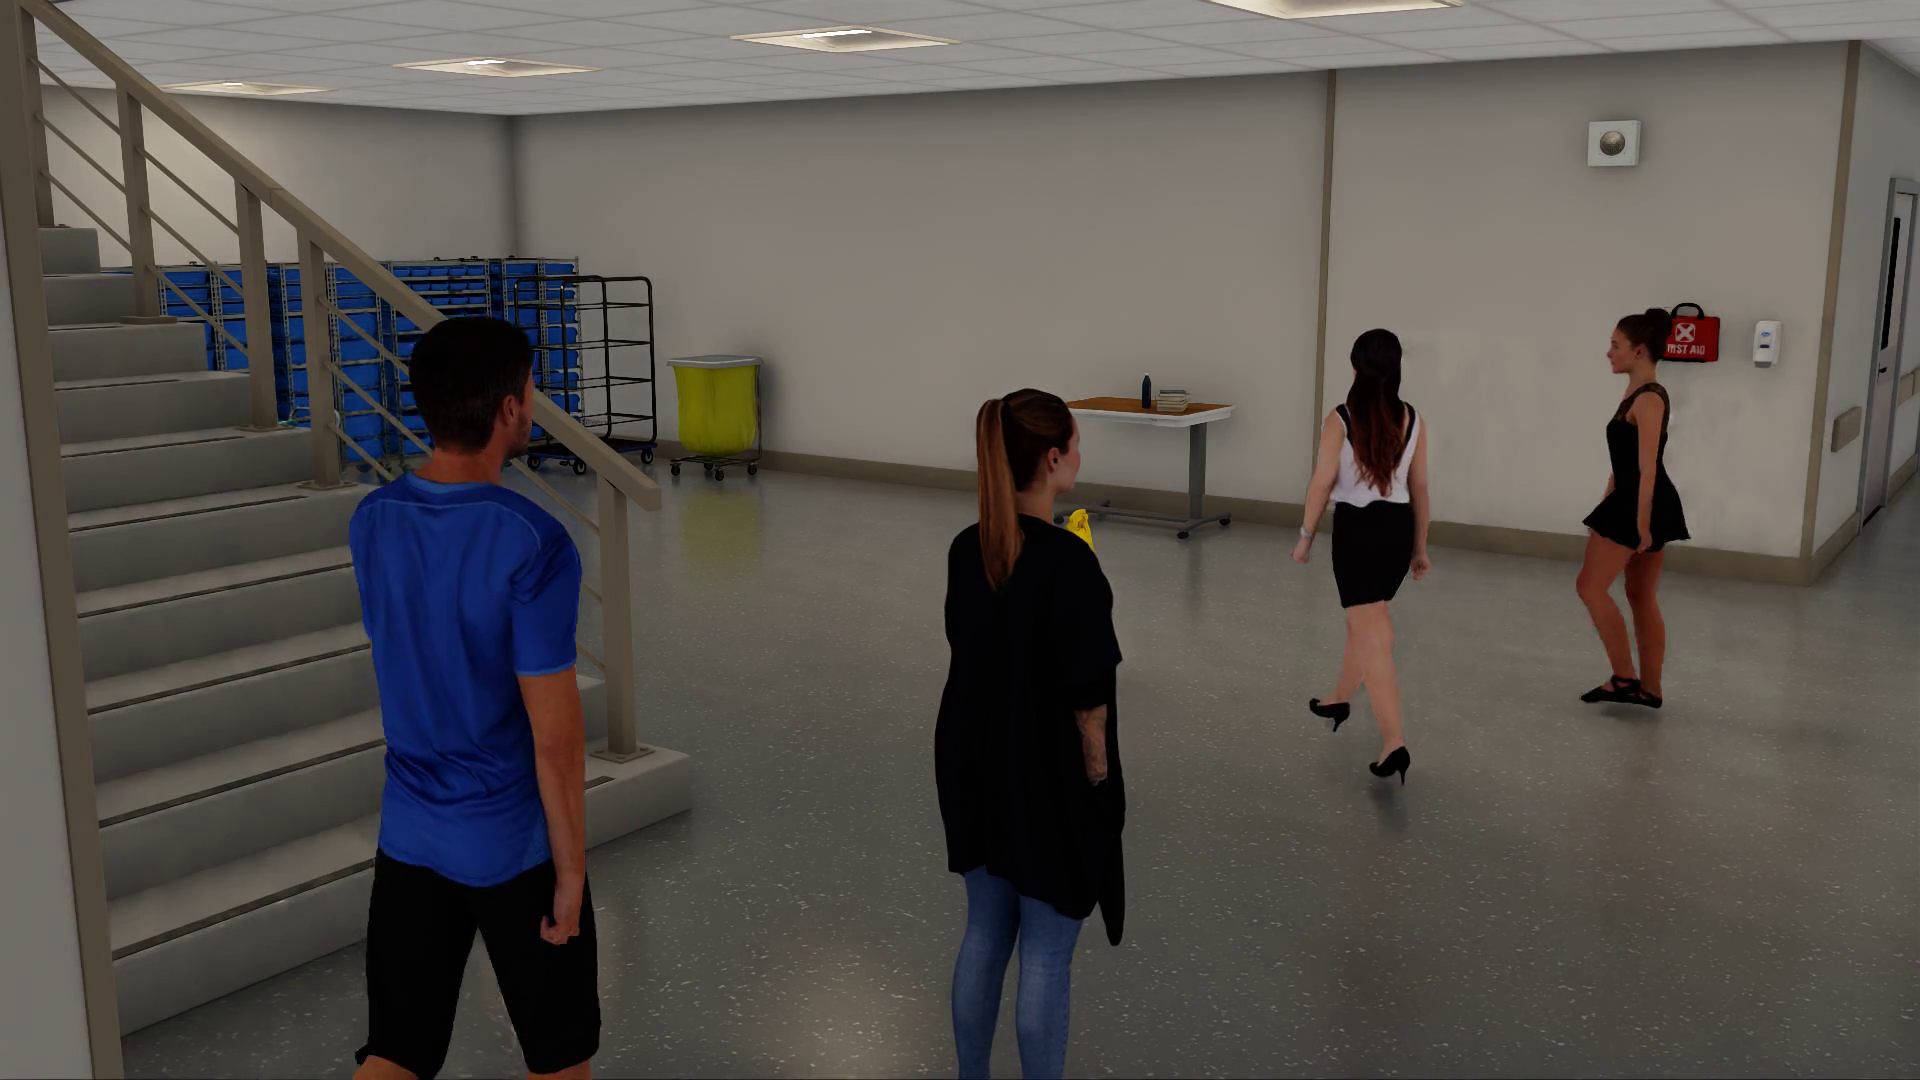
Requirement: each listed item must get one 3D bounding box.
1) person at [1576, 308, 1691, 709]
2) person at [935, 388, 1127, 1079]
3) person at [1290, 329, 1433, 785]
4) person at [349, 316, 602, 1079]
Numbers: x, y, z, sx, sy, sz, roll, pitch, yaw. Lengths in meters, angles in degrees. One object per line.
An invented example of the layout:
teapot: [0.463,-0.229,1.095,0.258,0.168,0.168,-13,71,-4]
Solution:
person: [2.891,-0.103,6.865,0.671,1.669,0.609,5,12,26]
person: [0.133,0.515,3.571,0.743,1.683,0.579,-9,14,-40]
person: [1.529,0.086,6.020,0.921,1.612,1.074,-4,12,-21]
person: [-0.900,0.561,2.887,1.135,1.848,0.893,4,11,19]
